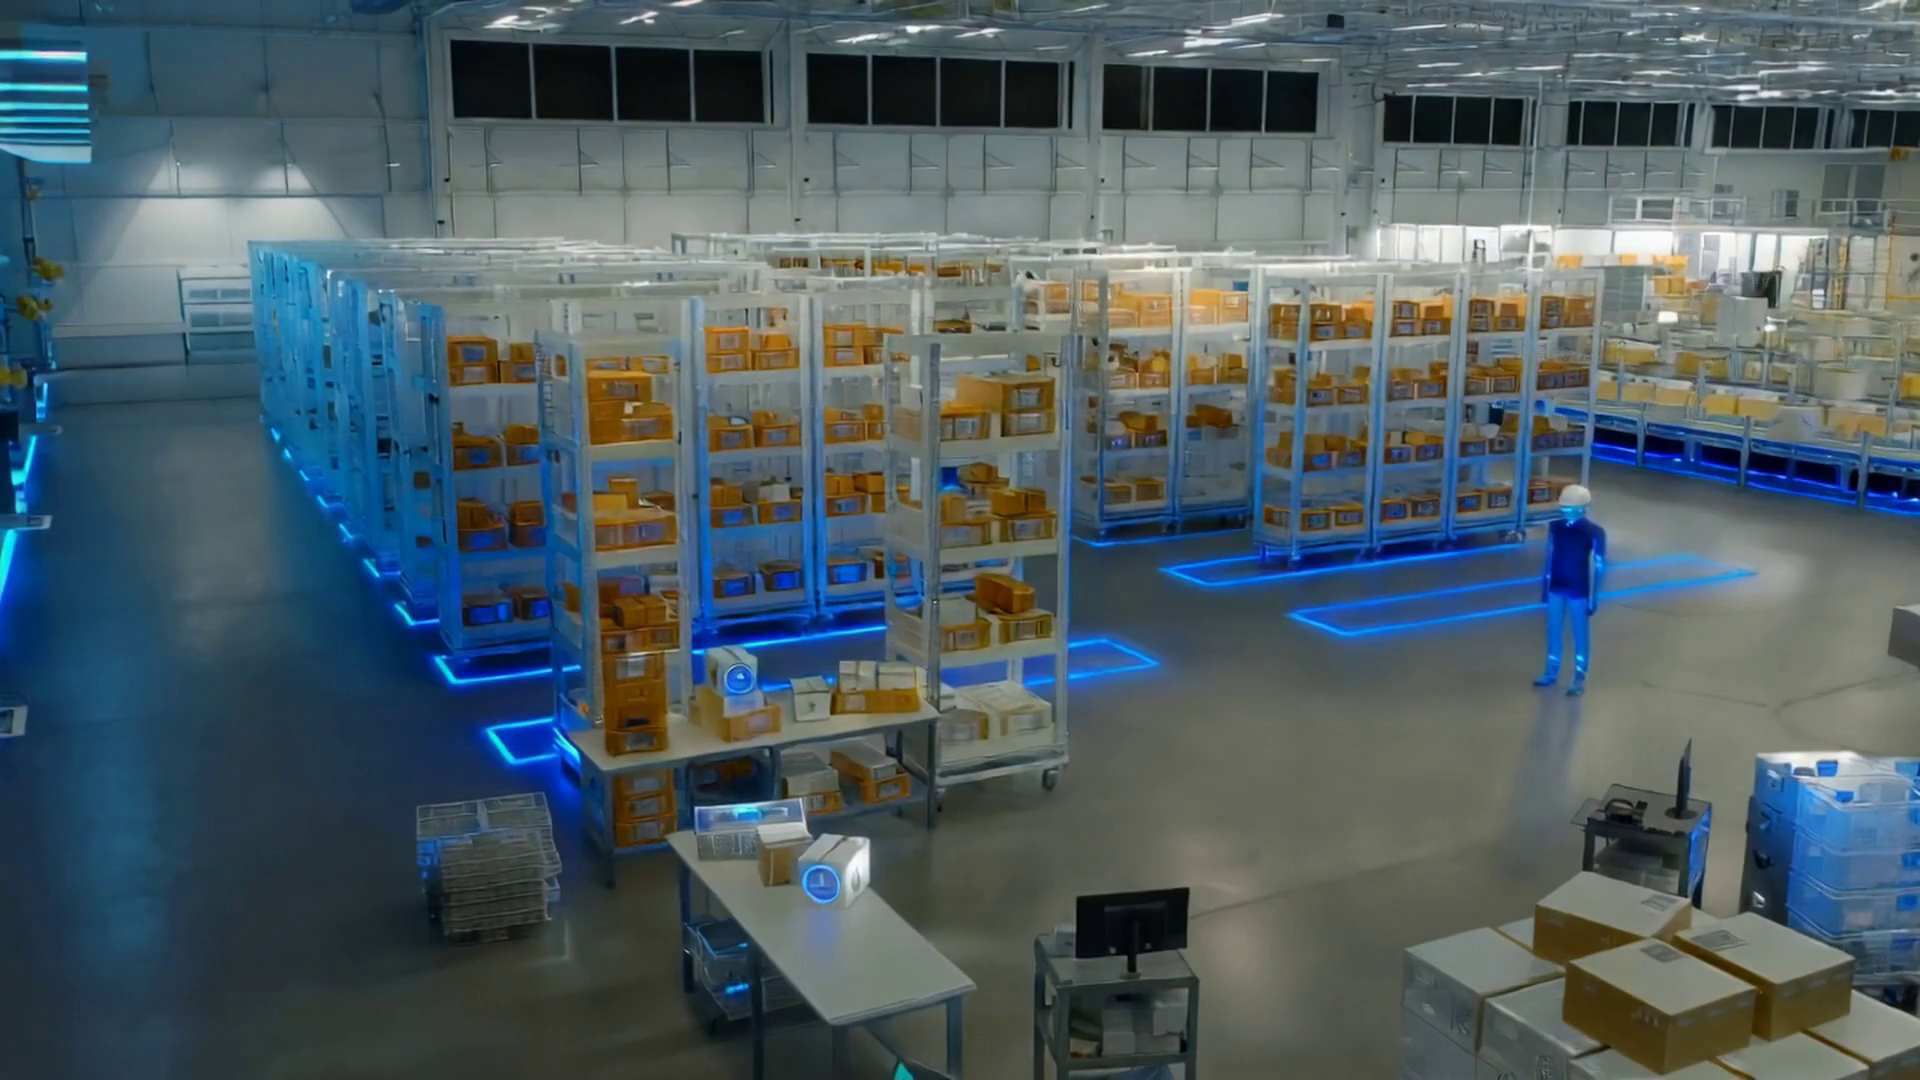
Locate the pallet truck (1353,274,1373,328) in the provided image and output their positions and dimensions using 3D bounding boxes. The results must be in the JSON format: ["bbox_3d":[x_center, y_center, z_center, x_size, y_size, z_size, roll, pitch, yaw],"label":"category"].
[{"bbox_3d":[13.011,-8.050,55.243,0.823,1.965,1.885,-7,14,-28],"label":"pallet truck"}]

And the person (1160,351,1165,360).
[{"bbox_3d":[5.106,-4.821,40.584,0.603,1.808,0.705,2,12,9],"label":"person"}]

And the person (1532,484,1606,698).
[{"bbox_3d":[5.653,0.463,15.430,0.396,1.992,0.623,-9,15,-35],"label":"person"}]

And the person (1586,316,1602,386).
[{"bbox_3d":[14.318,-4.187,37.723,0.330,1.765,0.533,-2,12,-7],"label":"person"}]

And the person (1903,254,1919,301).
[{"bbox_3d":[38.951,-10.731,68.006,0.411,1.887,0.679,-5,13,-21],"label":"person"}]
